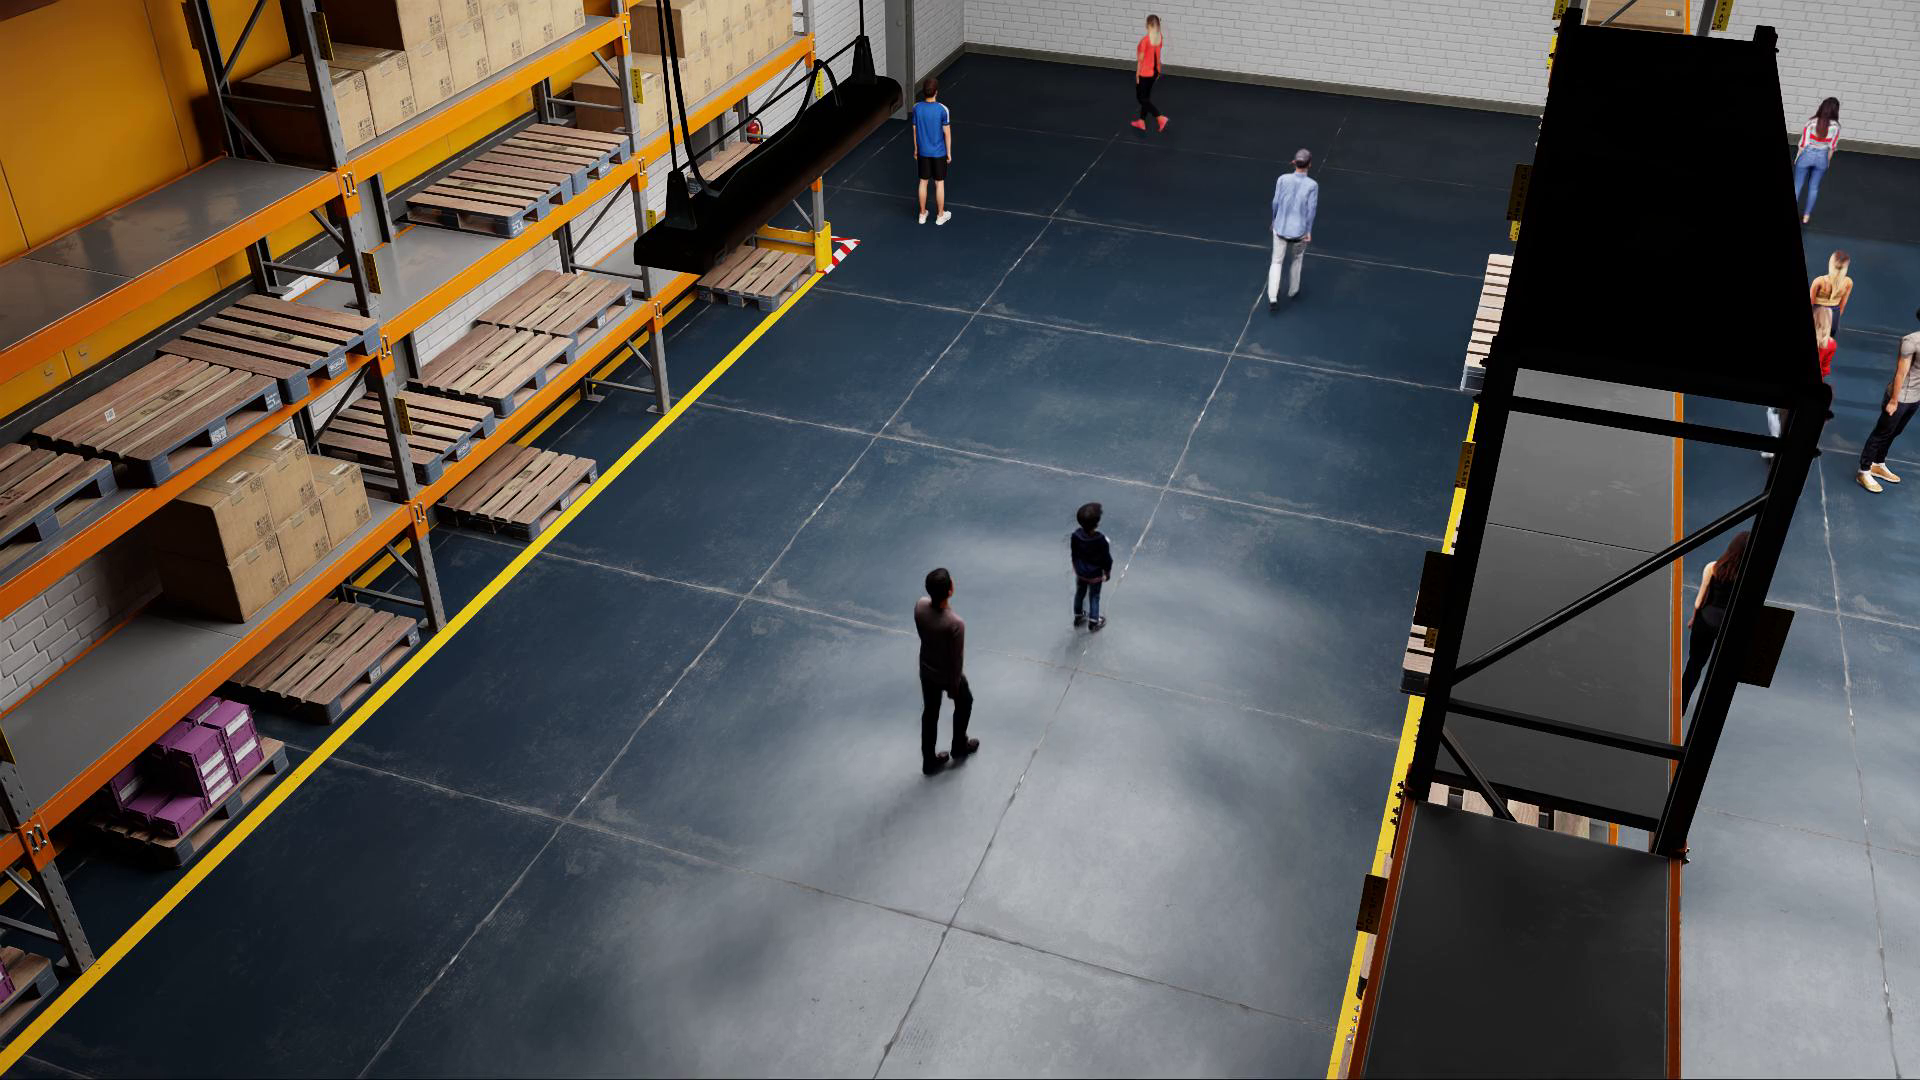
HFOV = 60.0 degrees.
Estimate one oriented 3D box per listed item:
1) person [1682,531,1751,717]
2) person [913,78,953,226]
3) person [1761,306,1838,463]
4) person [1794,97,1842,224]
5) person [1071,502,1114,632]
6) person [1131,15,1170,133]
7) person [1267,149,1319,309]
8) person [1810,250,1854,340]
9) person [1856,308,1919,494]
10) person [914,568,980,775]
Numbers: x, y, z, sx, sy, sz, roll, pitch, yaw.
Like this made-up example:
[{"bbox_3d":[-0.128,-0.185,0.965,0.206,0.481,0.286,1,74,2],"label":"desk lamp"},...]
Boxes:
[{"bbox_3d":[5.831,0.656,12.769,0.574,1.688,0.539,12,35,17],"label":"person"},{"bbox_3d":[-0.361,-4.910,20.982,0.666,1.866,0.602,7,34,11],"label":"person"},{"bbox_3d":[8.009,-1.388,15.847,0.704,1.685,0.679,2,34,3],"label":"person"},{"bbox_3d":[10.819,-4.828,21.088,0.595,1.612,0.488,9,35,14],"label":"person"},{"bbox_3d":[1.073,0.216,13.852,0.545,1.222,0.533,17,37,24],"label":"person"},{"bbox_3d":[2.745,-6.606,23.708,1.012,1.673,0.925,-28,43,-35],"label":"person"},{"bbox_3d":[3.735,-3.516,18.882,0.694,1.869,1.047,9,35,13],"label":"person"},{"bbox_3d":[8.879,-2.229,17.163,0.626,1.629,0.611,1,34,2],"label":"person"},{"bbox_3d":[8.869,-1.373,15.633,0.705,1.897,0.795,-20,38,-27],"label":"person"},{"bbox_3d":[-0.203,0.997,12.198,0.848,1.751,0.776,12,36,18],"label":"person"}]
